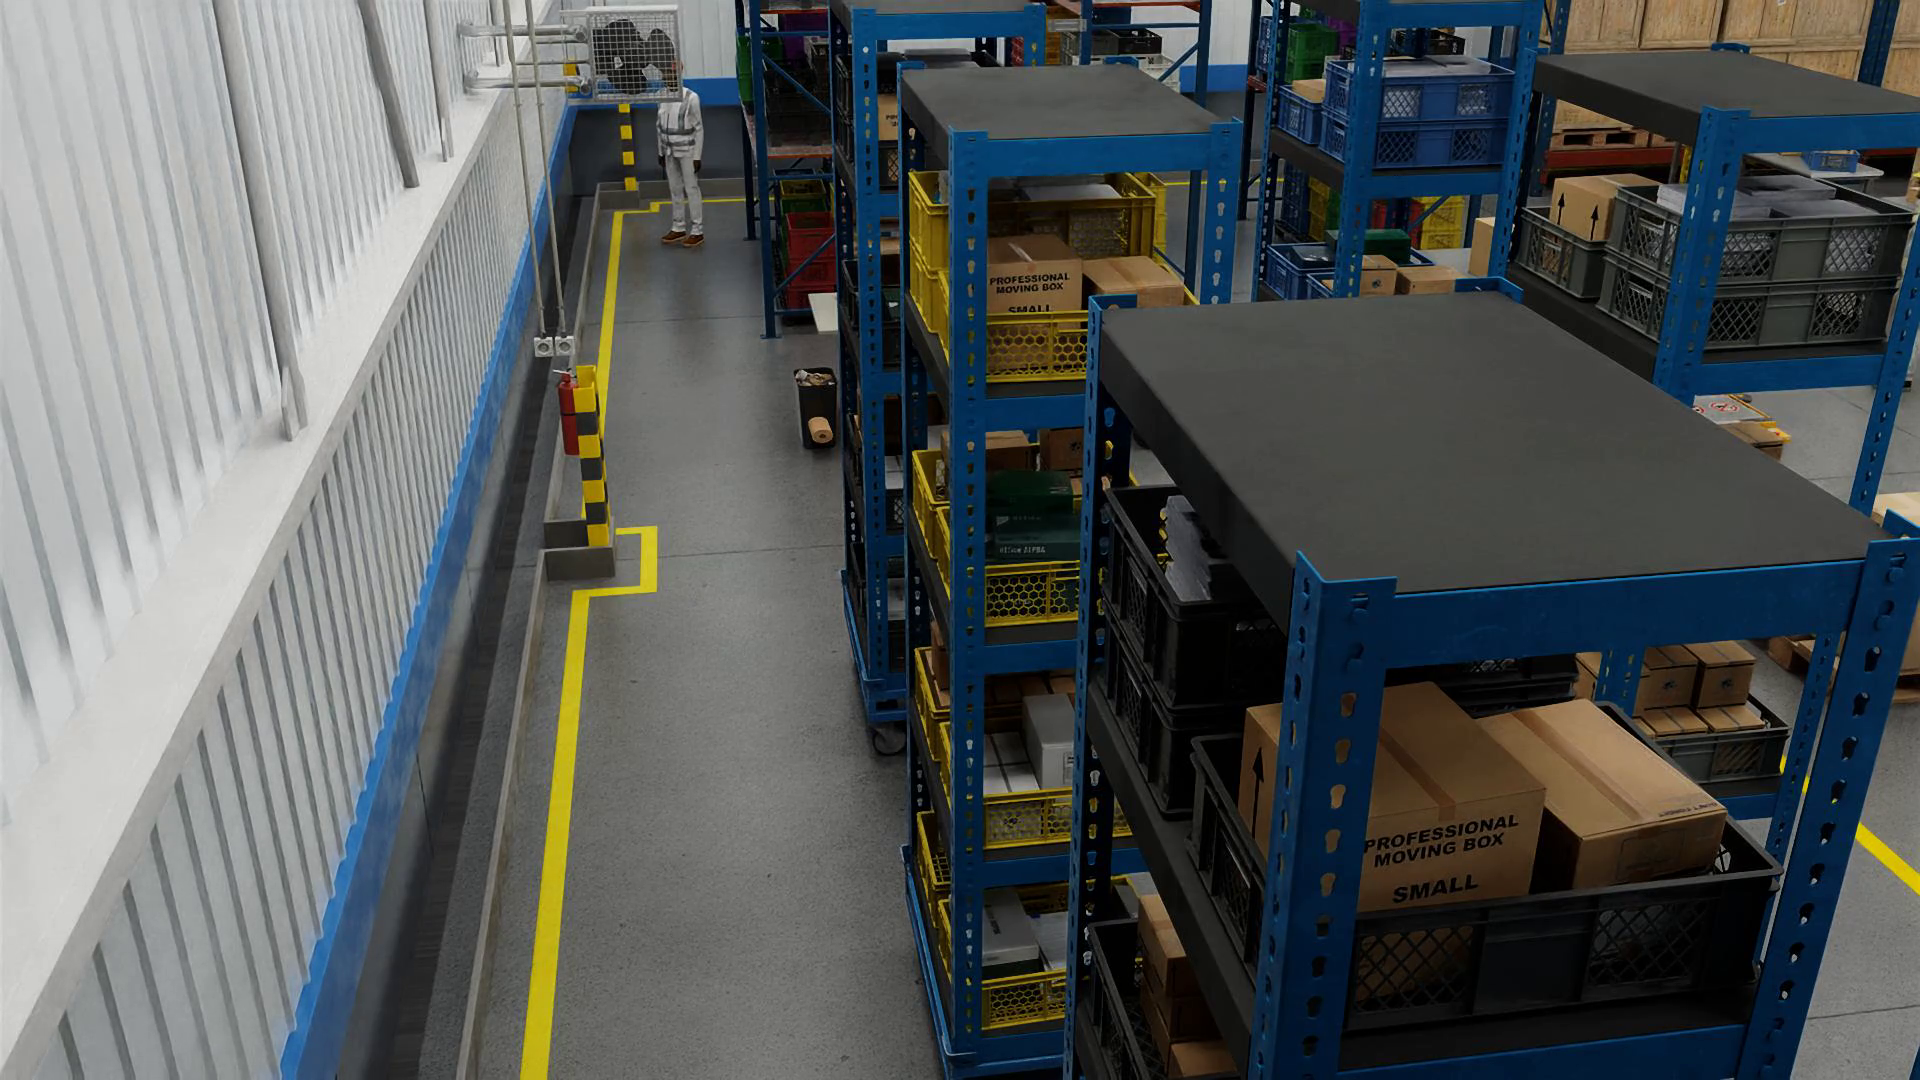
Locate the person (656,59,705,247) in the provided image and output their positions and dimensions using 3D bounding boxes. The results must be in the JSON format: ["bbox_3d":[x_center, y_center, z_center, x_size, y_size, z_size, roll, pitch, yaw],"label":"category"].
[{"bbox_3d":[-2.849,-3.931,16.894,0.584,1.882,0.337,17,30,32],"label":"person"}]

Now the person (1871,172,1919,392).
[{"bbox_3d":[7.415,-2.058,12.883,0.404,1.834,0.591,10,27,22],"label":"person"}]
